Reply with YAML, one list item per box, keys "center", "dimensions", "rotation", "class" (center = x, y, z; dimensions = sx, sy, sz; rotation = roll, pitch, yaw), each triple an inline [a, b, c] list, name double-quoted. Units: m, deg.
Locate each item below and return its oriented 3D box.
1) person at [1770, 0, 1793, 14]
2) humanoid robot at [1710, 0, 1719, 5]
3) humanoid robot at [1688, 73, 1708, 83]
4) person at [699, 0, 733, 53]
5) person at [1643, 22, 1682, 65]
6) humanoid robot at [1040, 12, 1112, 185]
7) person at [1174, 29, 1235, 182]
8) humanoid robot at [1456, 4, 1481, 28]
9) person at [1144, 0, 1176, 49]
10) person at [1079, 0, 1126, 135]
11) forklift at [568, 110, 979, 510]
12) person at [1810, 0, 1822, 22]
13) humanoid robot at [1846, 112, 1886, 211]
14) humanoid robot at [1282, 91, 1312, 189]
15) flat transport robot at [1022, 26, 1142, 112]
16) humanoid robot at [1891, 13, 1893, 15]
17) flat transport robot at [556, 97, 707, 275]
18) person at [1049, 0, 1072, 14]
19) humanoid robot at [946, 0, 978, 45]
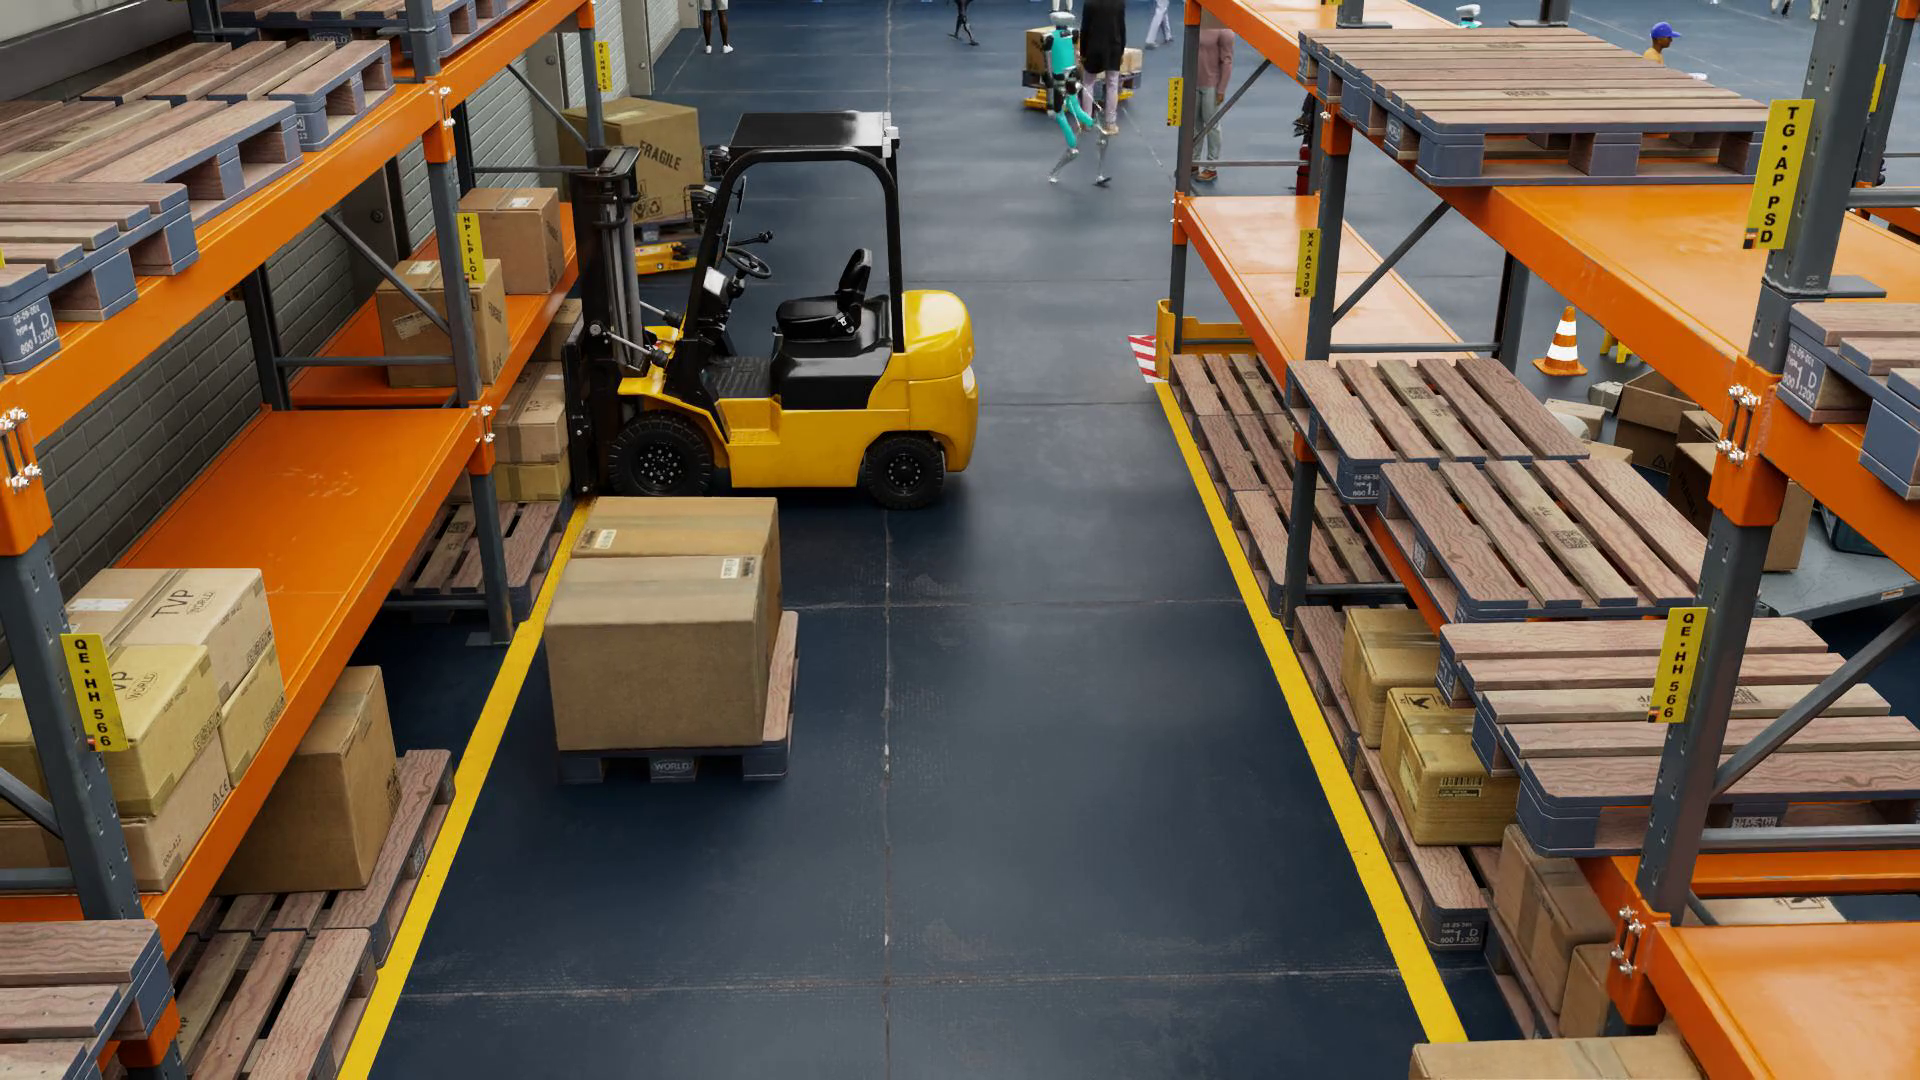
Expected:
- center: [14.286, -9.935, 28.626]
  dimensions: [0.533, 1.739, 0.698]
  rotation: [10, 27, 20]
  class: "person"
- center: [13.596, -10.533, 29.935]
  dimensions: [0.539, 1.762, 0.931]
  rotation: [-7, 26, -14]
  class: "humanoid robot"
- center: [5.782, -3.108, 14.215]
  dimensions: [0.987, 1.777, 0.530]
  rotation: [12, 28, 23]
  class: "humanoid robot"
- center: [-3.705, -8.281, 24.933]
  dimensions: [0.544, 1.899, 0.377]
  rotation: [-1, 25, -2]
  class: "person"
- center: [6.965, -4.344, 16.806]
  dimensions: [0.354, 1.718, 0.445]
  rotation: [7, 26, 14]
  class: "person"
- center: [1.277, -4.502, 17.184]
  dimensions: [0.944, 1.782, 0.554]
  rotation: [18, 31, 34]
  class: "humanoid robot"
- center: [2.564, -4.743, 17.403]
  dimensions: [0.371, 1.934, 0.627]
  rotation: [-17, 30, -32]
  class: "person"
- center: [5.115, -4.784, 17.853]
  dimensions: [0.736, 1.870, 0.547]
  rotation: [11, 28, 23]
  class: "humanoid robot"
- center: [3.107, -8.469, 25.449]
  dimensions: [0.554, 1.791, 0.942]
  rotation: [22, 33, 39]
  class: "person"
- center: [1.675, -5.719, 19.587]
  dimensions: [0.538, 1.836, 0.455]
  rotation: [-1, 25, -3]
  class: "person"
- center: [-1.043, -1.379, 9.976]
  dimensions: [2.313, 2.155, 1.214]
  rotation: [-1, 25, -2]
  class: "forklift"
- center: [14.429, -9.616, 27.830]
  dimensions: [0.551, 1.843, 0.917]
  rotation: [16, 29, 30]
  class: "person"
- center: [7.513, -2.963, 13.919]
  dimensions: [0.315, 1.653, 0.599]
  rotation: [-1, 25, -1]
  class: "humanoid robot"
- center: [3.527, -4.292, 16.751]
  dimensions: [0.460, 1.649, 0.603]
  rotation: [12, 28, 24]
  class: "humanoid robot"
- center: [1.542, -5.752, 21.485]
  dimensions: [0.659, 0.231, 1.431]
  rotation: [22, 33, 39]
  class: "flat transport robot"
- center: [16.159, -9.851, 28.506]
  dimensions: [0.350, 1.642, 0.590]
  rotation: [23, 33, 39]
  class: "humanoid robot"
- center: [-2.896, -2.667, 14.952]
  dimensions: [0.659, 0.231, 1.431]
  rotation: [-11, 28, -23]
  class: "flat transport robot"
- center: [1.743, -10.014, 28.769]
  dimensions: [0.563, 1.750, 0.340]
  rotation: [-8, 26, -16]
  class: "person"
- center: [-0.008, -8.517, 25.744]
  dimensions: [0.730, 1.625, 0.590]
  rotation: [16, 29, 30]
  class: "humanoid robot"
